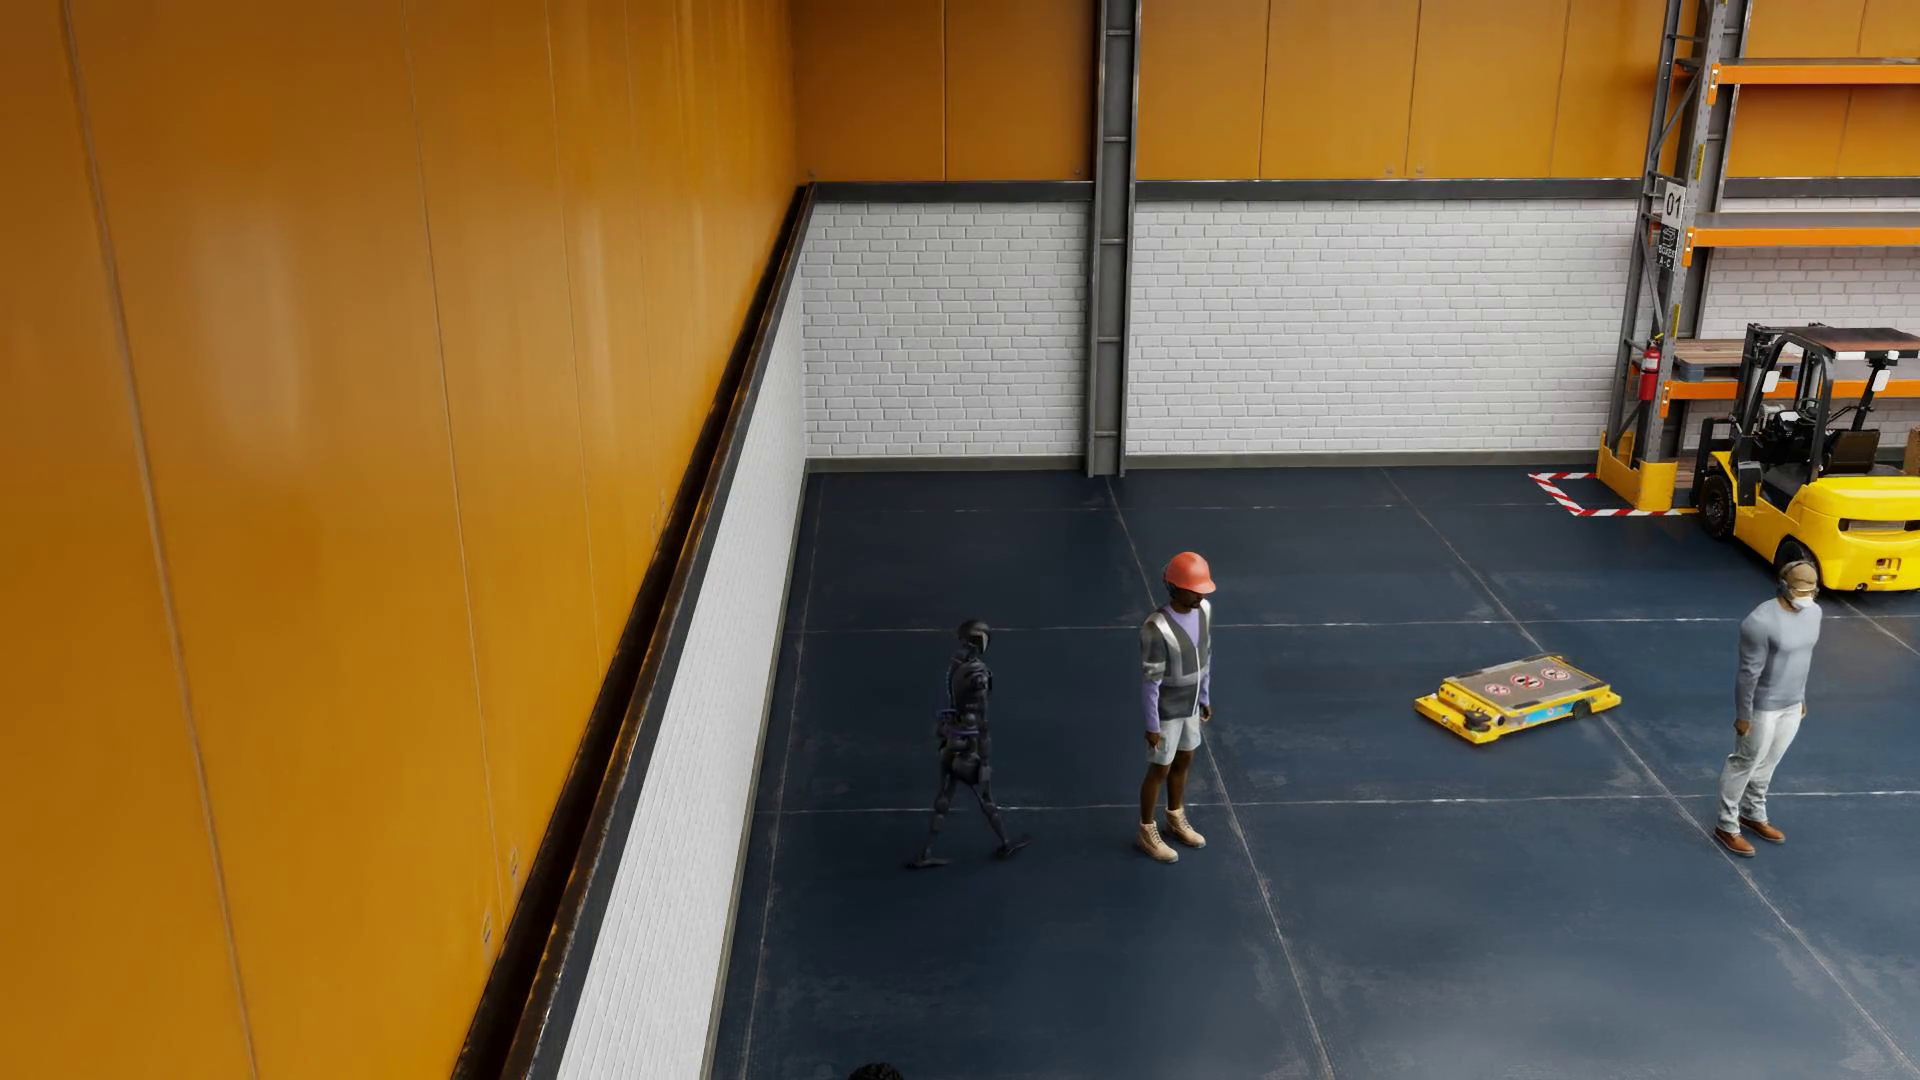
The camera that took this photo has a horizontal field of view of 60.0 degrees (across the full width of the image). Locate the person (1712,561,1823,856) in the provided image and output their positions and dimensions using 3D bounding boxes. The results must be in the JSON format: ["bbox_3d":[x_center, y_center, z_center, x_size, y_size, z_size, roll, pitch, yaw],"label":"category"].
[{"bbox_3d":[5.055,1.026,10.364,0.634,1.936,0.354,-11,23,-27],"label":"person"}]

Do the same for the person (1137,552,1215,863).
[{"bbox_3d":[1.353,1.022,10.247,0.402,2.036,0.598,18,27,40],"label":"person"}]

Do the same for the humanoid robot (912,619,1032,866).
[{"bbox_3d":[0.045,1.244,10.214,0.777,1.629,0.589,-8,22,-21],"label":"humanoid robot"}]

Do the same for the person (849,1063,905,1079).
[{"bbox_3d":[-0.246,2.680,6.250,0.330,1.686,0.533,-2,20,-5],"label":"person"}]

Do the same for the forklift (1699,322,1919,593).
[{"bbox_3d":[7.809,-0.792,14.926,1.214,2.155,2.313,-1,20,-2],"label":"forklift"}]

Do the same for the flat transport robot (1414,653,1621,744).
[{"bbox_3d":[4.158,1.170,12.381,1.431,0.231,0.659,-10,22,-25],"label":"flat transport robot"}]
